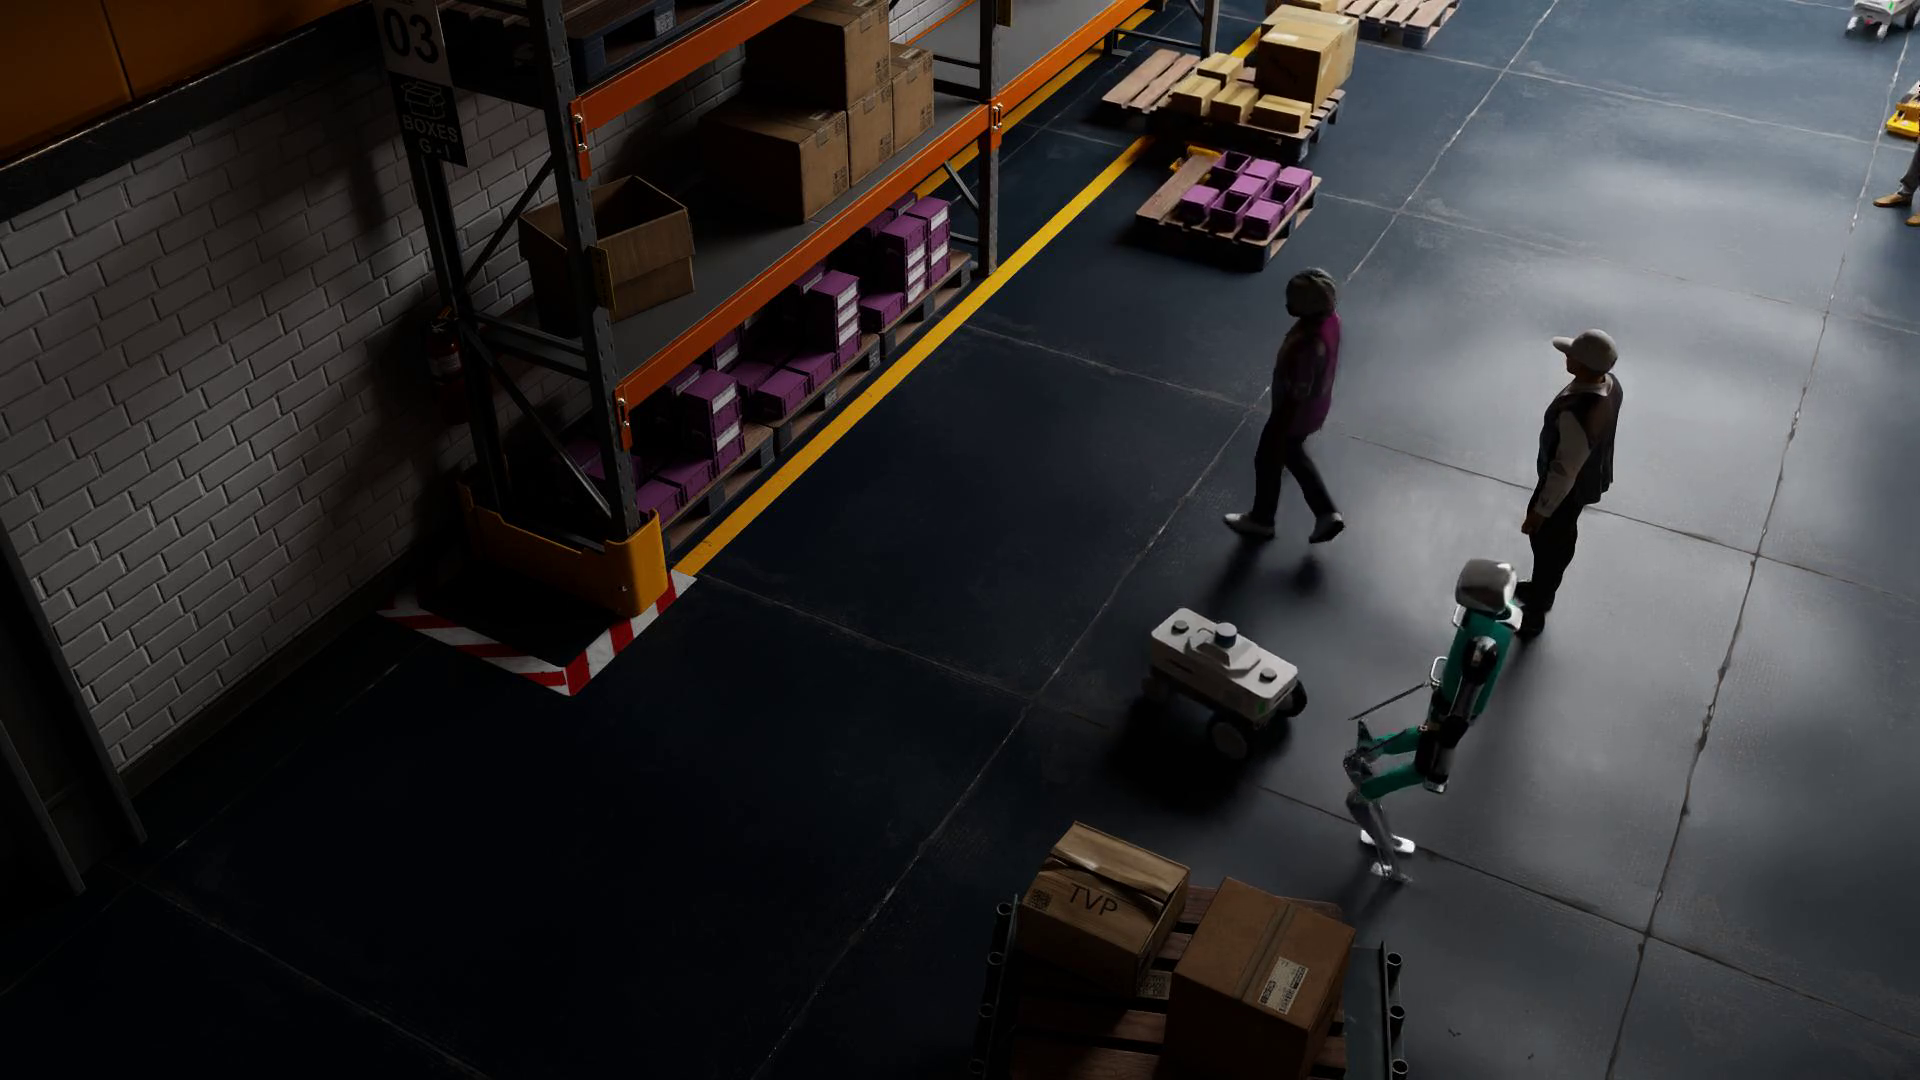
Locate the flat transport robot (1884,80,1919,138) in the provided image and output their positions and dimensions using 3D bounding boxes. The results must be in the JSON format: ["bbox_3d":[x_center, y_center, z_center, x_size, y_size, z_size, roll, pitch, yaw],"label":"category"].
[{"bbox_3d":[8.207,-3.598,13.717,0.659,0.231,1.431,28,46,30],"label":"flat transport robot"}]

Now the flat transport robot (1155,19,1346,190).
[{"bbox_3d":[2.238,-3.154,13.163,0.659,0.231,1.431,20,43,23],"label":"flat transport robot"}]

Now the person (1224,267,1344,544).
[{"bbox_3d":[1.799,-0.697,8.852,0.656,1.814,0.572,22,43,25],"label":"person"}]

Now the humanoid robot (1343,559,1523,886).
[{"bbox_3d":[1.890,0.774,7.050,0.678,1.765,0.530,15,41,18],"label":"humanoid robot"}]

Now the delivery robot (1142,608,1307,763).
[{"bbox_3d":[1.297,0.678,8.159,0.811,0.614,0.499,29,47,31],"label":"delivery robot"}]

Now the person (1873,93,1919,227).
[{"bbox_3d":[7.115,-3.166,11.882,0.375,1.890,0.570,-10,40,-13],"label":"person"}]

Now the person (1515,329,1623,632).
[{"bbox_3d":[3.038,-0.288,8.387,0.438,1.759,0.761,22,44,25],"label":"person"}]

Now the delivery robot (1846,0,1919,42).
[{"bbox_3d":[8.442,-4.896,15.127,0.798,0.614,0.499,-31,48,-33],"label":"delivery robot"}]
